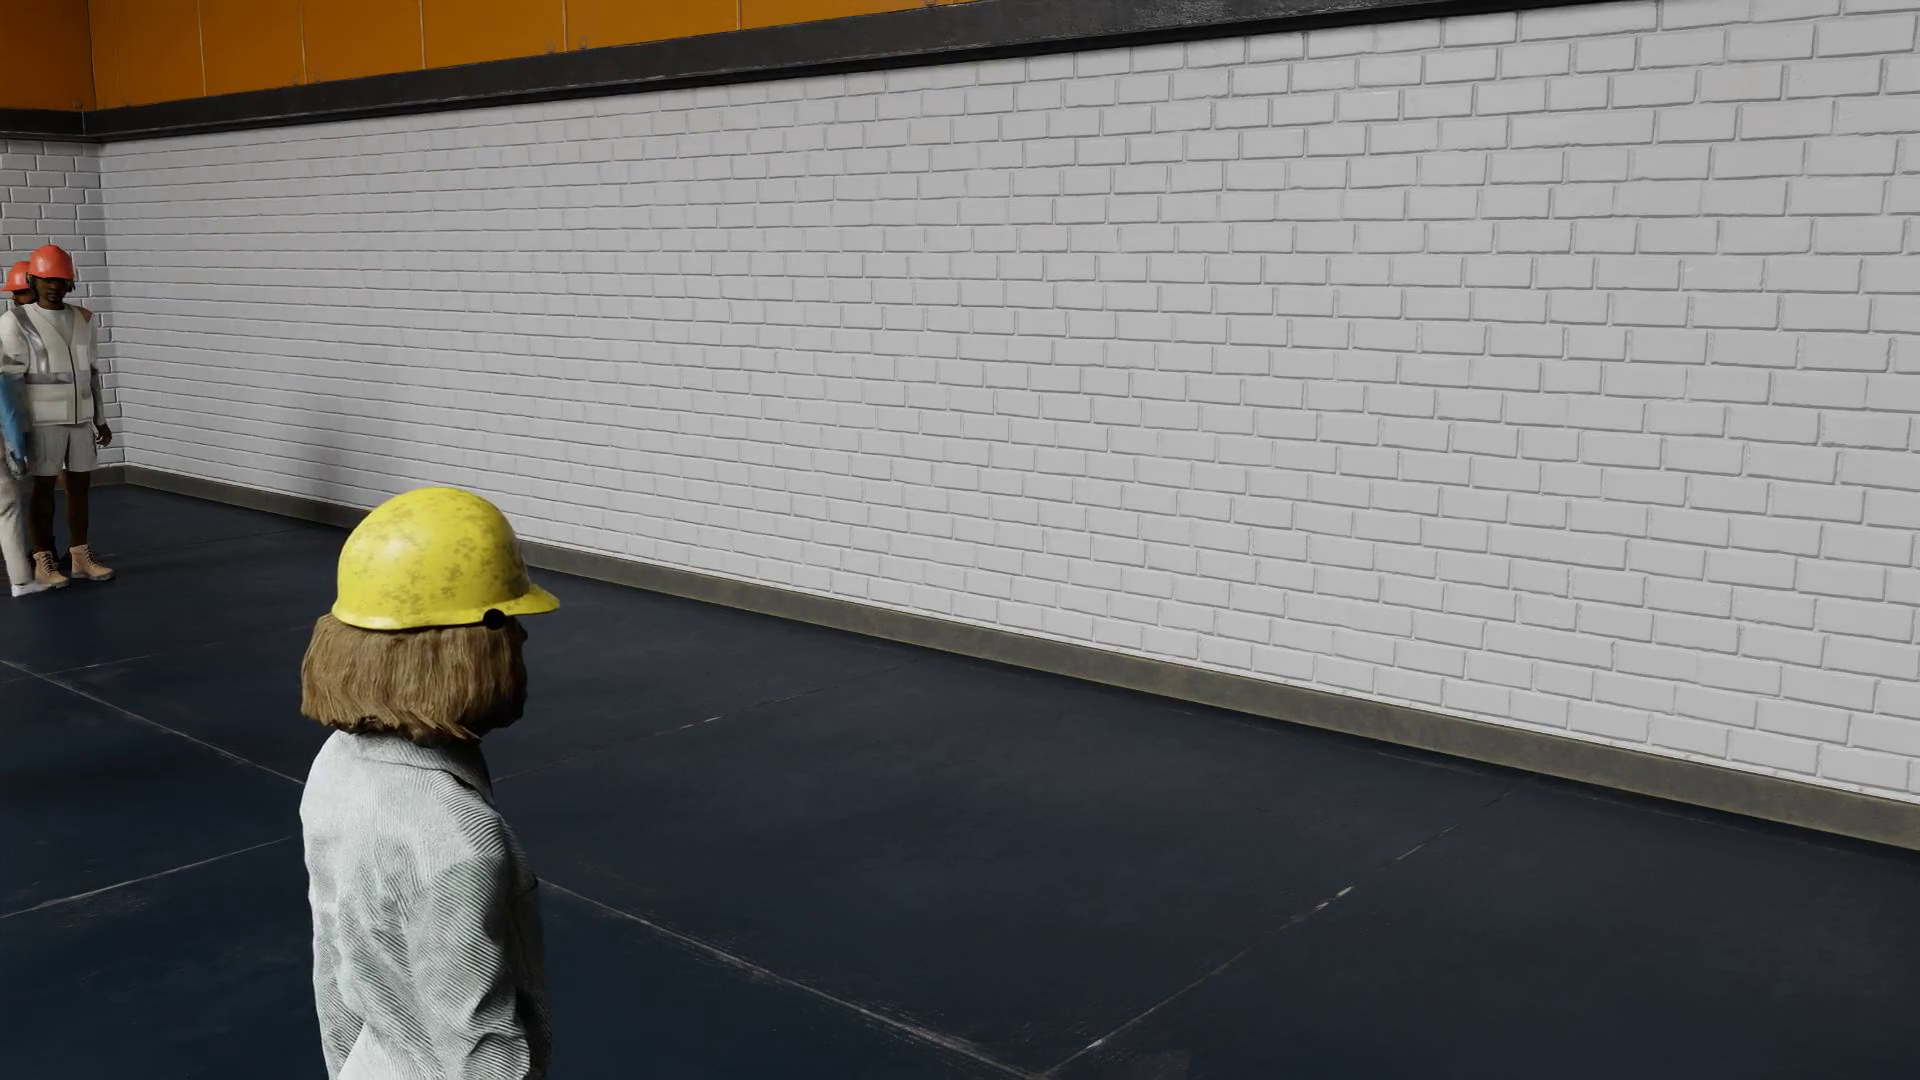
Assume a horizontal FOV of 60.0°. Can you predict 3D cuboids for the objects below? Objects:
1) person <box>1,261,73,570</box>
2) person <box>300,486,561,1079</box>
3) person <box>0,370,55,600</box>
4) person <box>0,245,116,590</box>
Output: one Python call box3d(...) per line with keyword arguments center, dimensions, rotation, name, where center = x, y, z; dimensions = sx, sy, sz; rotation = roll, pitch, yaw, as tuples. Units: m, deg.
box3d(center=(-5.764, -0.771, 10.459), dimensions=(0.542, 1.939, 0.366), rotation=(3, 10, 17), name="person")
box3d(center=(-0.635, 0.798, 2.087), dimensions=(0.320, 1.742, 0.492), rotation=(-7, 12, -37), name="person")
box3d(center=(-5.644, -0.441, 9.539), dimensions=(0.606, 1.610, 0.319), rotation=(-3, 10, -16), name="person")
box3d(center=(-5.369, -0.734, 9.957), dimensions=(0.386, 2.039, 0.615), rotation=(5, 11, 25), name="person")
